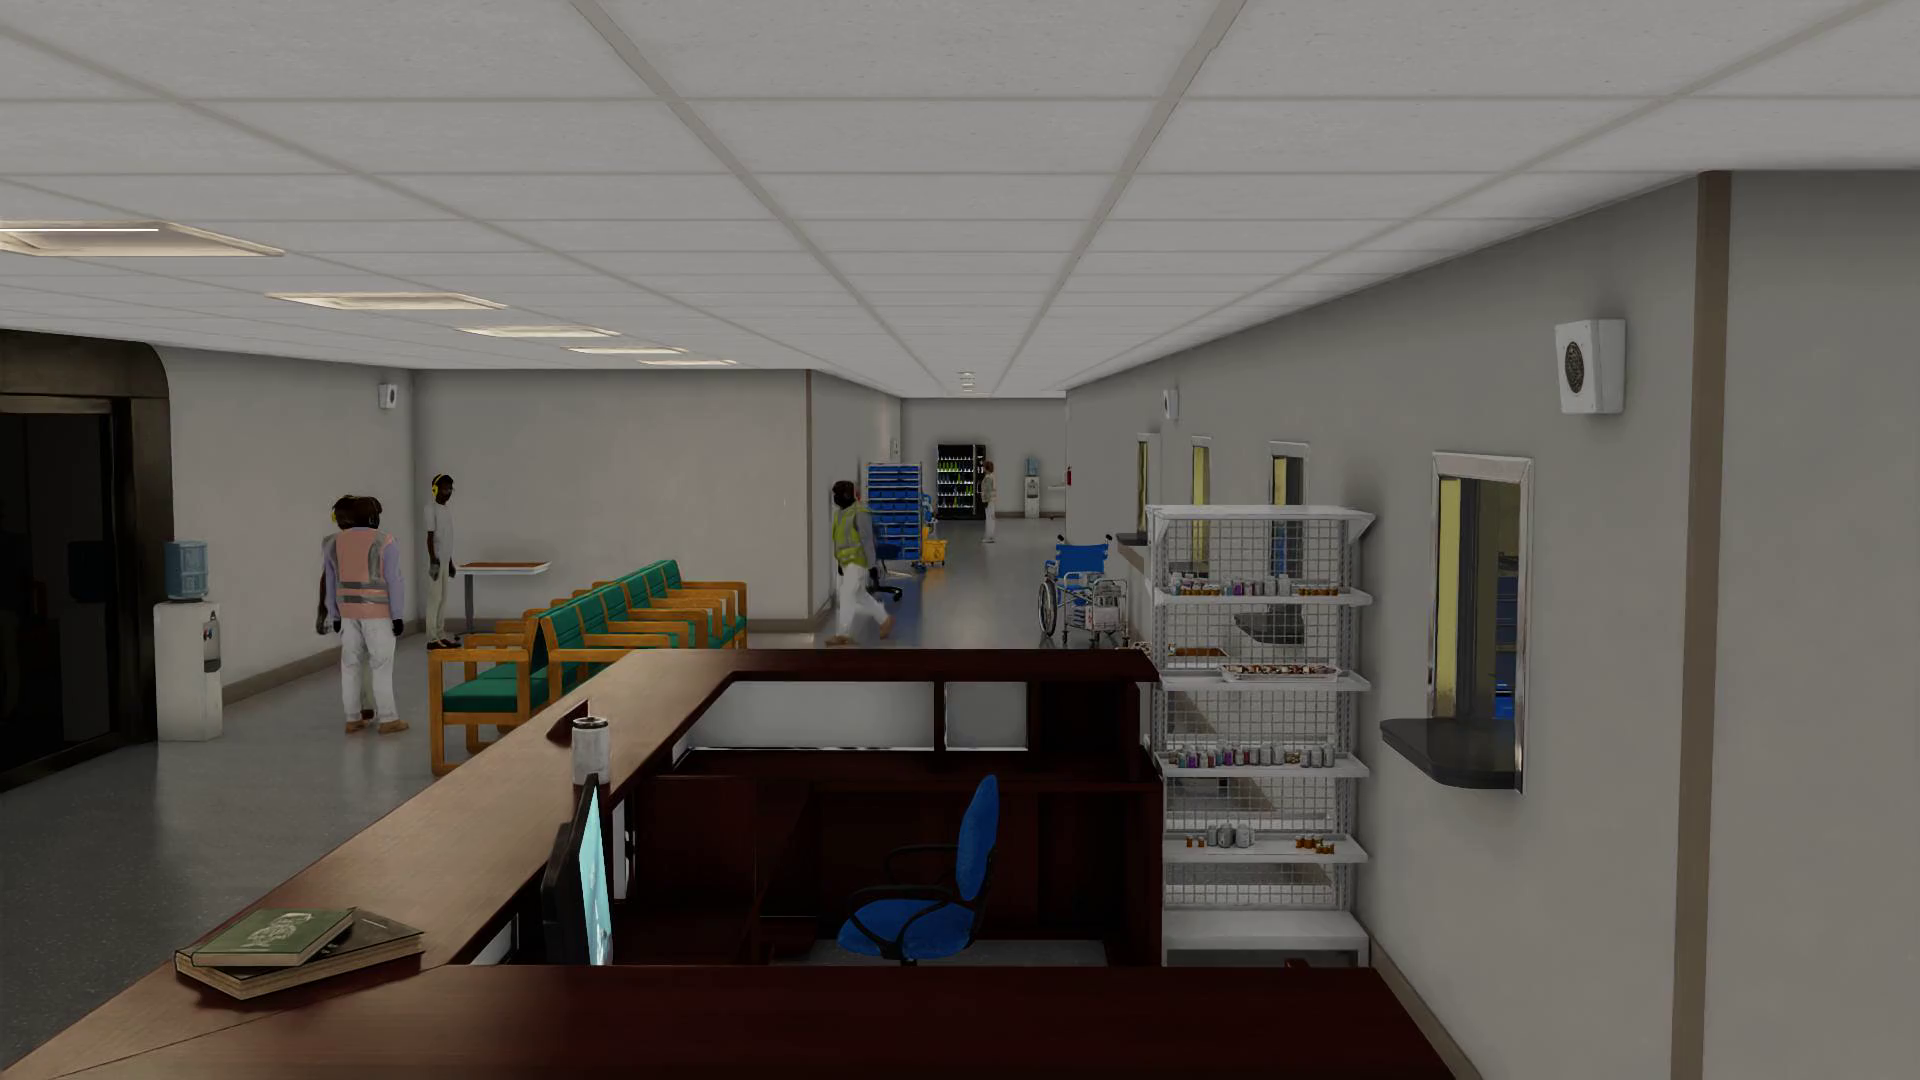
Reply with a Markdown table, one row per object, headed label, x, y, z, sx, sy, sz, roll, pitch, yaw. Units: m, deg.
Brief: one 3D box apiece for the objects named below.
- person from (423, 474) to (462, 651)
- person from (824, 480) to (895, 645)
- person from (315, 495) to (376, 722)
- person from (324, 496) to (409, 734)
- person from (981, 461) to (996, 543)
| label | x | y | z | sx | sy | sz | roll | pitch | yaw |
| --- | --- | --- | --- | --- | --- | --- | --- | --- | --- |
| person | -5.469 | 0.239 | 17.547 | 0.328 | 1.865 | 0.517 | 0 | 4 | 3 |
| person | -1.077 | 0.232 | 18.111 | 0.861 | 1.801 | 0.645 | -2 | 5 | -28 |
| person | -4.788 | 0.567 | 13.072 | 0.597 | 1.836 | 0.657 | 1 | 4 | 8 |
| person | -4.588 | 0.582 | 12.897 | 0.624 | 1.845 | 0.430 | 1 | 4 | 13 |
| person | 0.571 | -0.756 | 33.059 | 0.309 | 1.641 | 0.514 | 1 | 4 | 8 |
